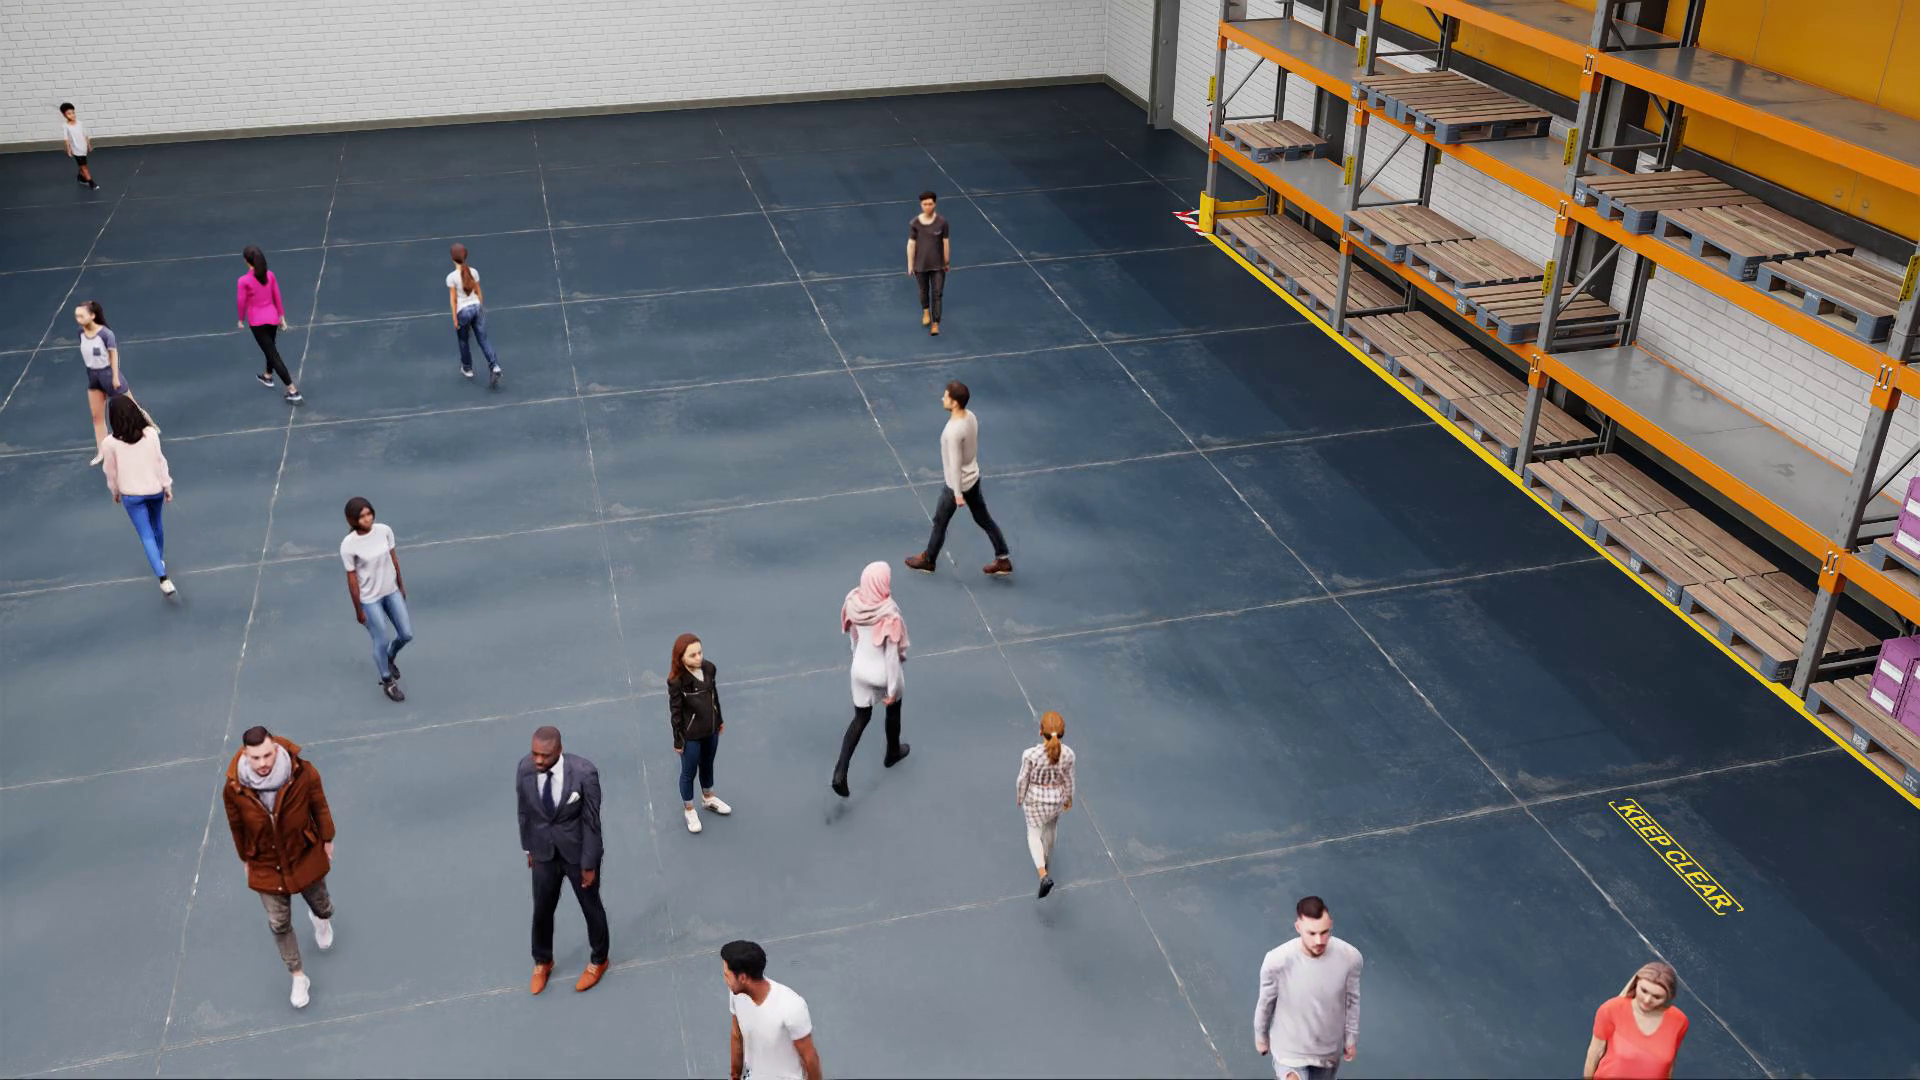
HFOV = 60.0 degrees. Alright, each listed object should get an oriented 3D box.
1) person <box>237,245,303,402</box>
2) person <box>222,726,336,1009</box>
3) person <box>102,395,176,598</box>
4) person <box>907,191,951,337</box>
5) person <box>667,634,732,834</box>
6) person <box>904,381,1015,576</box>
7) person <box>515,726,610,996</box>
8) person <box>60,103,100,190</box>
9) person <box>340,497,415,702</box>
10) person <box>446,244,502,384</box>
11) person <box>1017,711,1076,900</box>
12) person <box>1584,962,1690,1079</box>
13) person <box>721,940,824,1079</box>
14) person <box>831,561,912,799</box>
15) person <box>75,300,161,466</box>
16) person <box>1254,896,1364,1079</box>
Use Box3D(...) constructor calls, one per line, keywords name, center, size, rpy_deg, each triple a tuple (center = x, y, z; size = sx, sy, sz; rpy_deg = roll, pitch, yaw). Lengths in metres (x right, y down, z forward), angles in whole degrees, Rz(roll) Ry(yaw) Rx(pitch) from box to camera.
Box3D(name="person", center=(-7.299, -2.249, 17.575), size=(1.149, 1.657, 1.039), rpy_deg=(18, 33, 30))
Box3D(name="person", center=(-3.996, 1.853, 9.877), size=(0.747, 1.828, 0.933), rpy_deg=(-10, 30, -18))
Box3D(name="person", center=(-6.856, -0.330, 13.988), size=(0.927, 1.724, 1.259), rpy_deg=(-19, 34, -31))
Box3D(name="person", center=(-0.360, -3.260, 19.413), size=(0.848, 1.673, 1.135), rpy_deg=(1, 29, 2))
Box3D(name="person", center=(-1.788, 1.272, 11.301), size=(0.669, 1.483, 0.644), rpy_deg=(22, 36, 35))
Box3D(name="person", center=(0.107, -0.466, 14.131), size=(1.188, 1.825, 1.226), rpy_deg=(11, 30, 19))
Box3D(name="person", center=(-2.309, 1.846, 9.905), size=(0.814, 1.813, 0.839), rpy_deg=(5, 29, 10))
Box3D(name="person", center=(-13.059, -5.829, 24.578), size=(0.917, 1.235, 0.811), rpy_deg=(19, 34, 31))
Box3D(name="person", center=(-4.461, 0.419, 12.626), size=(0.823, 1.712, 0.762), rpy_deg=(21, 35, 33))
Box3D(name="person", center=(-5.290, -2.434, 18.038), size=(0.836, 1.539, 1.096), rpy_deg=(-22, 35, -34))
Box3D(name="person", center=(0.559, 1.703, 10.706), size=(0.588, 1.297, 0.848), rpy_deg=(-3, 29, -6))
Box3D(name="person", center=(3.320, 2.766, 8.343), size=(0.669, 1.695, 0.664), rpy_deg=(4, 29, 8))
Box3D(name="person", center=(-0.854, 2.737, 8.406), size=(0.769, 1.685, 0.845), rpy_deg=(9, 30, 16))
Box3D(name="person", center=(-0.639, 0.980, 11.529), size=(1.115, 1.779, 1.172), rpy_deg=(16, 32, 27))
Box3D(name="person", center=(-8.350, -1.598, 16.437), size=(0.964, 1.605, 1.137), rpy_deg=(9, 30, 16))
Box3D(name="person", center=(1.784, 2.540, 8.627), size=(0.792, 1.818, 1.060), rpy_deg=(-2, 29, -4))
